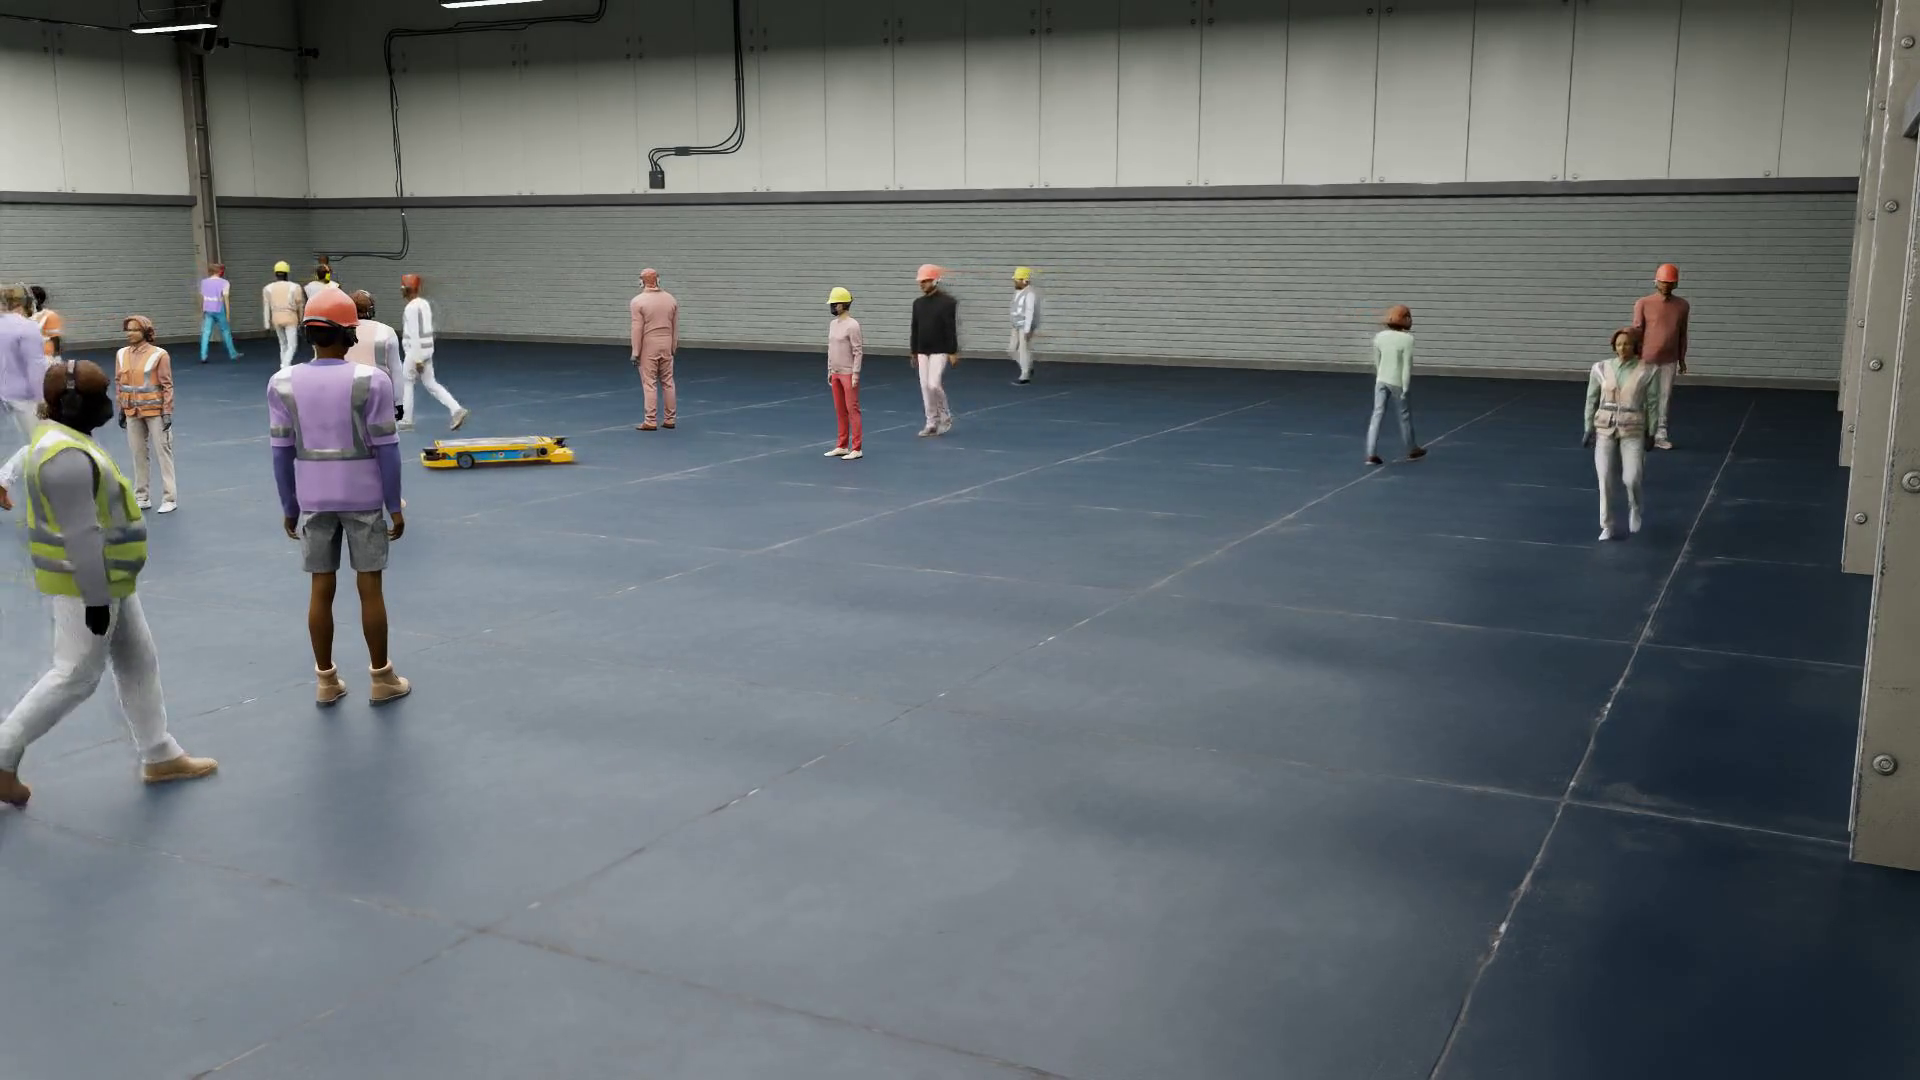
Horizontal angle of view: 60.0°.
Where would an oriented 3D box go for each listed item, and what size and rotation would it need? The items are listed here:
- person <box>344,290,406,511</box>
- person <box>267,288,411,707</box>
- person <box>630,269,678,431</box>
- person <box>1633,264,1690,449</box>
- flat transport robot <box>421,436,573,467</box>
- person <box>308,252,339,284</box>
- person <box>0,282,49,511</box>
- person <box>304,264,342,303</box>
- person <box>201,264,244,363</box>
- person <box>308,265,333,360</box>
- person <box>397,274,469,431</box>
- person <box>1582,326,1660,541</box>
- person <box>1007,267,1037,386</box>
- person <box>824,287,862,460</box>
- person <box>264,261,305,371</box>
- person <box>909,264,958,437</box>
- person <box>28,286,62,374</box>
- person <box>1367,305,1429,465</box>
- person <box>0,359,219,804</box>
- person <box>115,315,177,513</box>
[{"bbox_3d":[-4.937,-1.150,13.862,0.625,1.844,0.429,-1,10,-6],"label":"person"},{"bbox_3d":[-3.010,-0.195,8.102,0.605,2.044,0.375,0,10,-2],"label":"person"},{"bbox_3d":[-3.632,-2.242,19.651,0.400,1.905,0.643,10,14,43],"label":"person"},{"bbox_3d":[7.527,-1.965,17.890,0.614,1.990,0.392,-1,10,-3],"label":"person"},{"bbox_3d":[-4.679,-0.899,16.775,1.431,0.197,0.652,-4,11,-20],"label":"flat transport robot"},{"bbox_3d":[-13.210,-5.004,34.613,0.633,1.936,0.355,1,10,5],"label":"person"},{"bbox_3d":[-7.721,-1.143,13.615,0.663,1.919,0.594,9,14,41],"label":"person"},{"bbox_3d":[-9.951,-3.407,26.170,0.627,1.844,0.429,0,10,3],"label":"person"},{"bbox_3d":[-13.446,-4.095,30.084,0.647,1.778,1.002,2,11,11],"label":"person"},{"bbox_3d":[-9.648,-3.240,25.258,0.561,1.847,0.549,3,11,16],"label":"person"},{"bbox_3d":[-6.268,-2.177,19.452,0.887,1.858,0.572,1,10,7],"label":"person"},{"bbox_3d":[4.979,-0.799,12.536,0.519,1.625,0.398,7,12,32],"label":"person"},{"bbox_3d":[0.955,-3.263,25.438,0.425,1.816,0.627,-4,11,-19],"label":"person"},{"bbox_3d":[-1.211,-1.707,17.106,0.327,1.767,0.533,-8,13,-36],"label":"person"},{"bbox_3d":[-10.645,-3.431,26.156,0.581,1.896,0.805,0,10,0],"label":"person"},{"bbox_3d":[-0.331,-2.146,18.925,0.642,1.969,0.449,8,13,38],"label":"person"},{"bbox_3d":[-11.189,-2.248,20.258,0.533,1.686,0.359,4,11,23],"label":"person"},{"bbox_3d":[4.405,-1.561,16.771,0.843,1.587,0.515,-9,13,-39],"label":"person"},{"bbox_3d":[-3.596,0.172,6.749,0.879,1.812,0.635,-5,11,-25],"label":"person"},{"bbox_3d":[-6.753,-1.041,13.801,0.516,1.645,0.308,2,11,11],"label":"person"}]
